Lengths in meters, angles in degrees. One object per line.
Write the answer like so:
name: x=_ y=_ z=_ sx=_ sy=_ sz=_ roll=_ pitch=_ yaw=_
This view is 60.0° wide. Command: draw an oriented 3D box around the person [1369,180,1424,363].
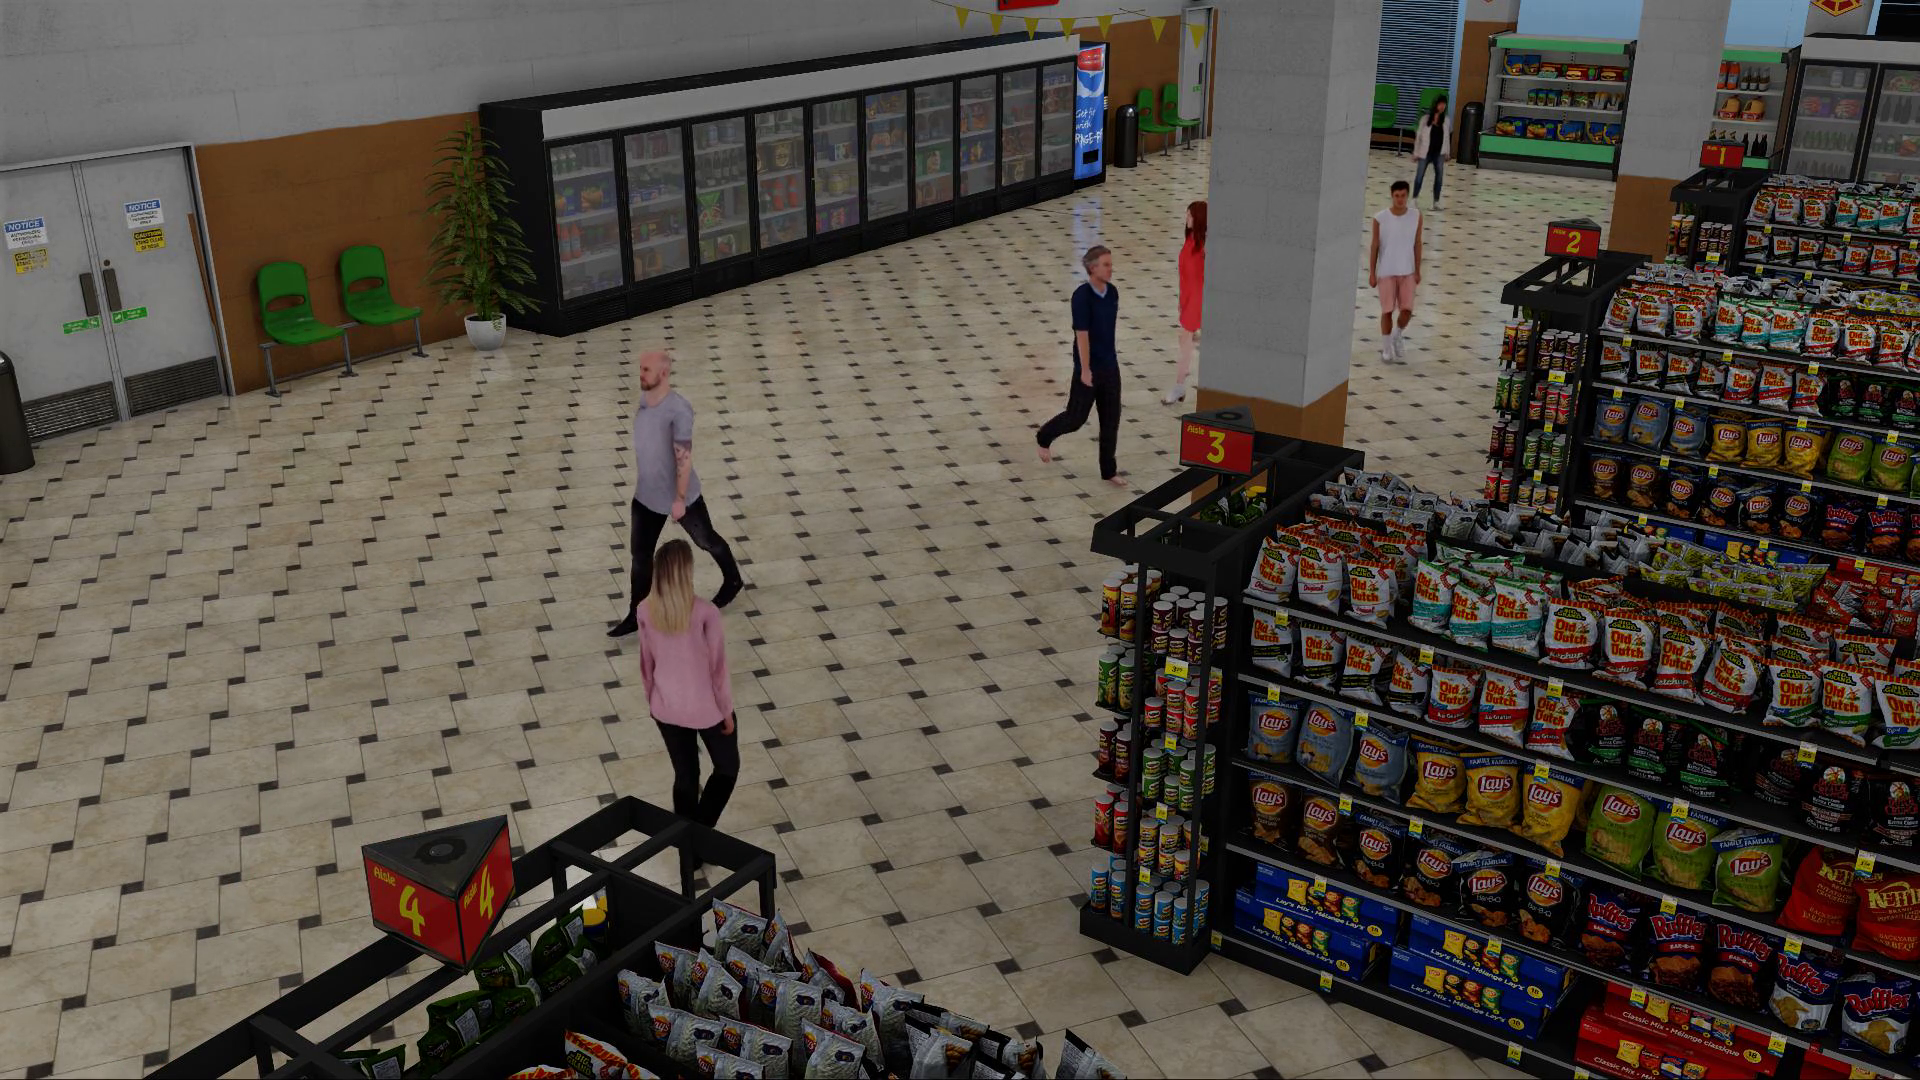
person: x=4.238 y=-2.626 z=16.182 sx=0.772 sy=1.767 sz=0.855 roll=2 pitch=22 yaw=6

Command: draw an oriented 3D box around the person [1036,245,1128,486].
person: x=0.961 y=-1.349 z=12.899 sx=0.827 sy=1.845 sz=1.139 roll=-18 pitch=28 yaw=-38

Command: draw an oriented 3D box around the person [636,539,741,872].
person: x=-1.284 y=0.820 z=7.724 sx=0.695 sy=1.680 sz=0.781 roll=7 pitch=23 yaw=16

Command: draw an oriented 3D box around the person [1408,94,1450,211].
person: x=6.636 y=-5.475 z=23.487 sx=0.932 sy=1.608 sz=0.987 roll=2 pitch=22 yaw=5

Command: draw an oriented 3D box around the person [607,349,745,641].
person: x=-1.732 y=-0.302 z=10.373 sx=1.214 sy=1.786 sz=0.832 roll=19 pitch=28 yaw=39
